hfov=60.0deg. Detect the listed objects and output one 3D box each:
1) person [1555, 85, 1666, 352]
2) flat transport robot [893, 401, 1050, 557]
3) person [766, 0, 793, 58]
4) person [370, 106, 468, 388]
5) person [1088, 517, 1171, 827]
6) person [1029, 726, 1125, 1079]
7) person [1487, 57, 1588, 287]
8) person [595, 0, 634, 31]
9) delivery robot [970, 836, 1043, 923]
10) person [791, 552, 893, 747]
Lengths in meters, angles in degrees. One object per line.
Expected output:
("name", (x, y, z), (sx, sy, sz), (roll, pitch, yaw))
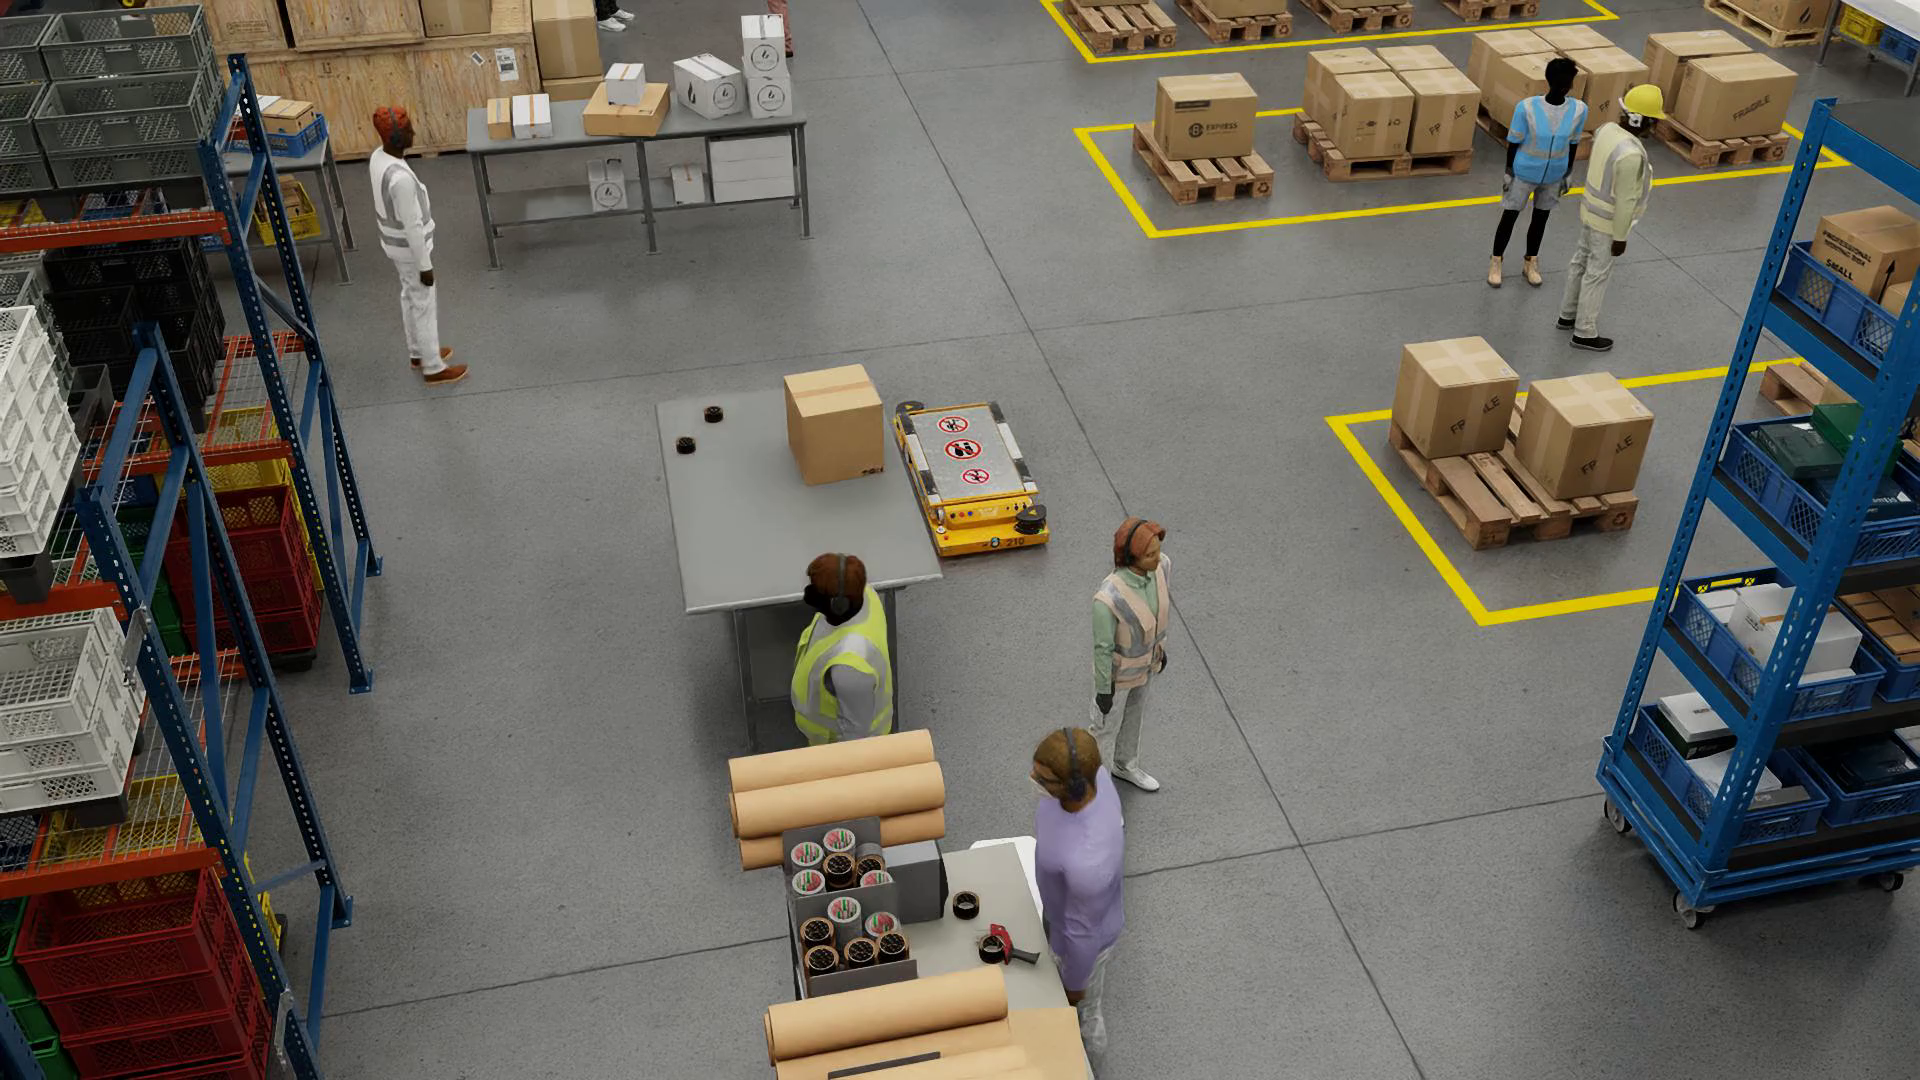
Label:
("person", (4.359, -2.160, 11.143), (0.403, 1.823, 0.586), (-1, 37, -1))
("flat transport robot", (0.046, -0.430, 10.108), (0.652, 0.197, 1.431), (-8, 37, -10))
("person", (-1.797, -5.486, 15.556), (0.396, 1.899, 0.656), (-7, 37, -9))
("person", (-3.538, -1.882, 10.727), (0.346, 1.877, 0.572), (-20, 41, -25))
("person", (0.767, 0.584, 7.603), (0.308, 1.645, 0.514), (25, 44, 30))
("person", (0.426, 1.430, 6.232), (0.369, 1.931, 0.628), (0, 37, 0))
("person", (4.124, -2.610, 11.850), (0.514, 1.699, 0.318), (-1, 37, -1))
("person", (-3.488, -5.974, 16.191), (0.375, 1.916, 0.592), (5, 37, 6))
("delivery robot", (0.235, 1.591, 7.081), (0.477, 0.478, 0.707), (-5, 37, -6))
("person", (-0.499, 0.804, 7.144), (0.429, 1.842, 0.627), (-3, 37, -4))
